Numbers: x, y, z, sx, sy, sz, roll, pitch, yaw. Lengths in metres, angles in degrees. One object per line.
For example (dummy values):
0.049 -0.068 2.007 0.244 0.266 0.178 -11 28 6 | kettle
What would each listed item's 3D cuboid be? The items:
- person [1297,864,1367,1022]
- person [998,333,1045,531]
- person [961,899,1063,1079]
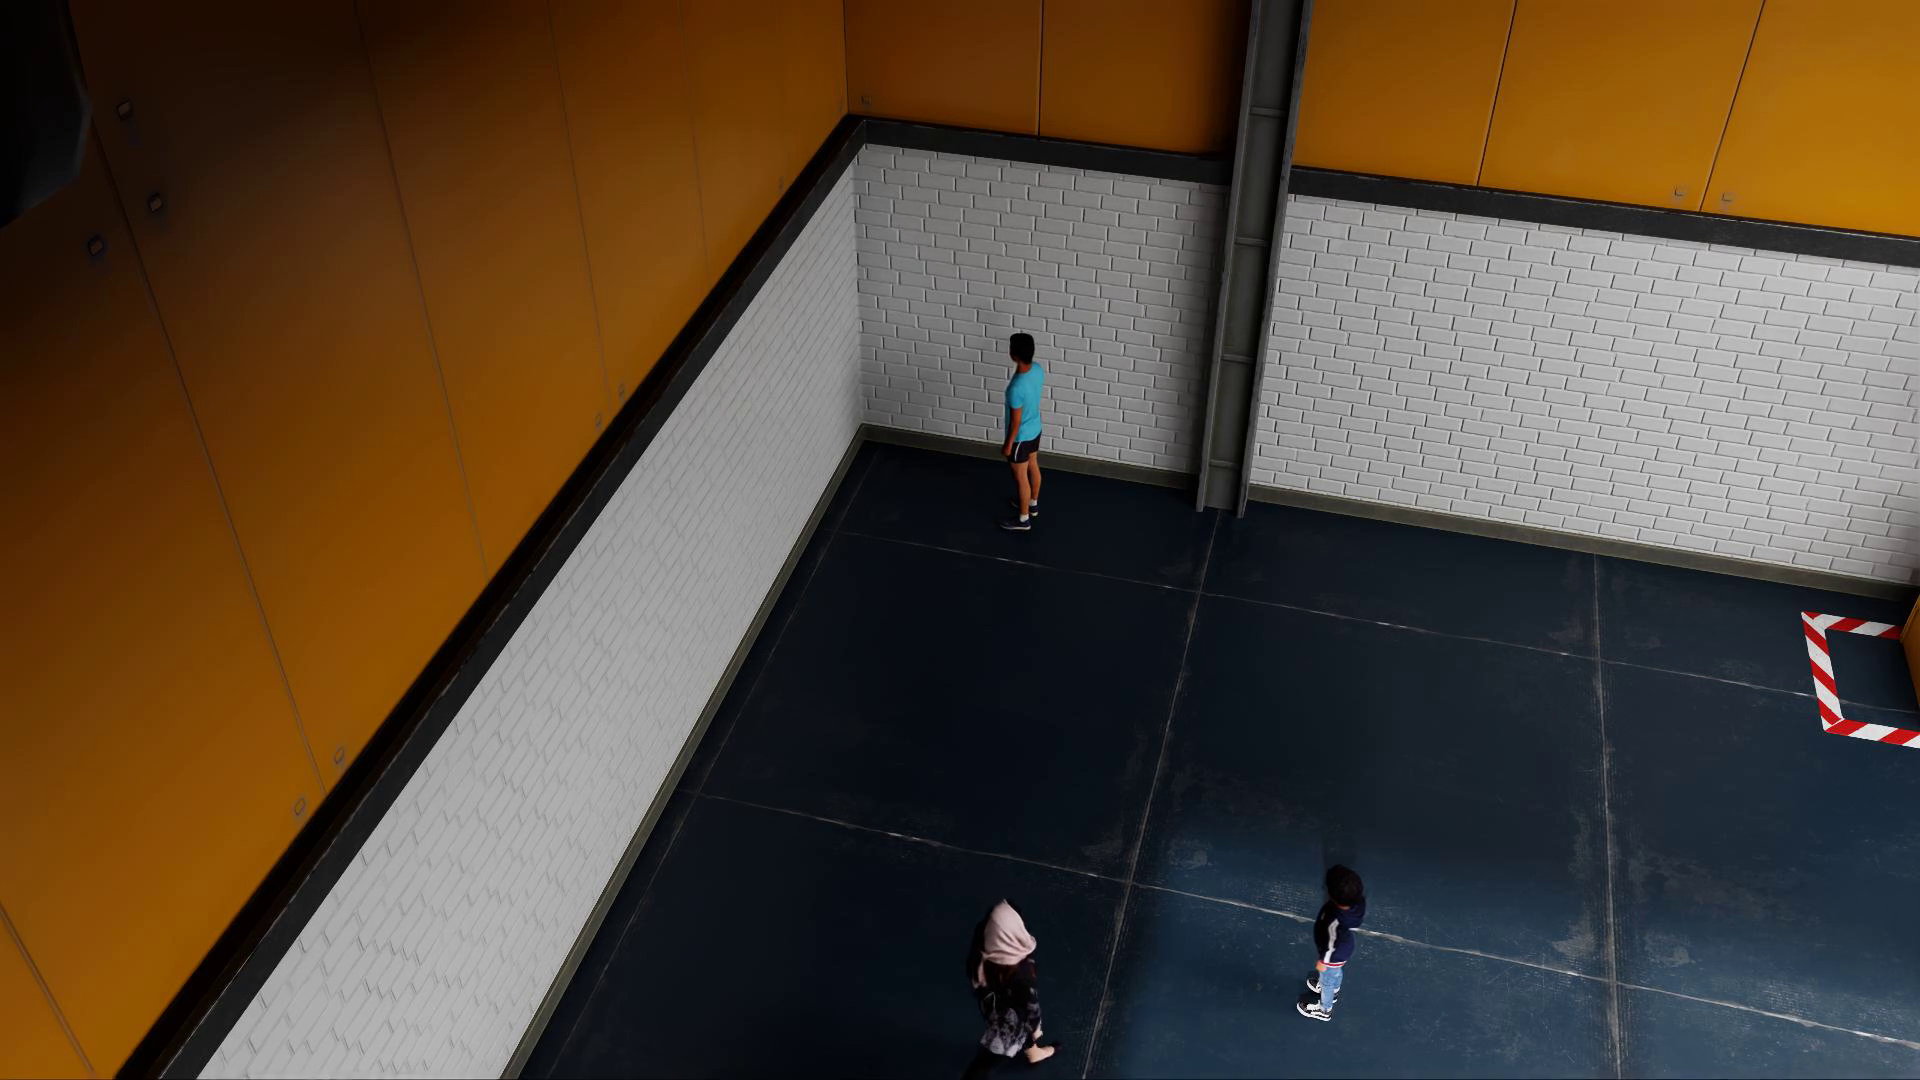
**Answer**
2.171 2.329 9.638 0.541 1.224 0.562 19 42 22 | person
0.513 -0.861 13.190 0.585 1.776 0.660 17 42 20 | person
0.181 2.578 9.027 1.127 1.597 1.097 -23 44 -26 | person
